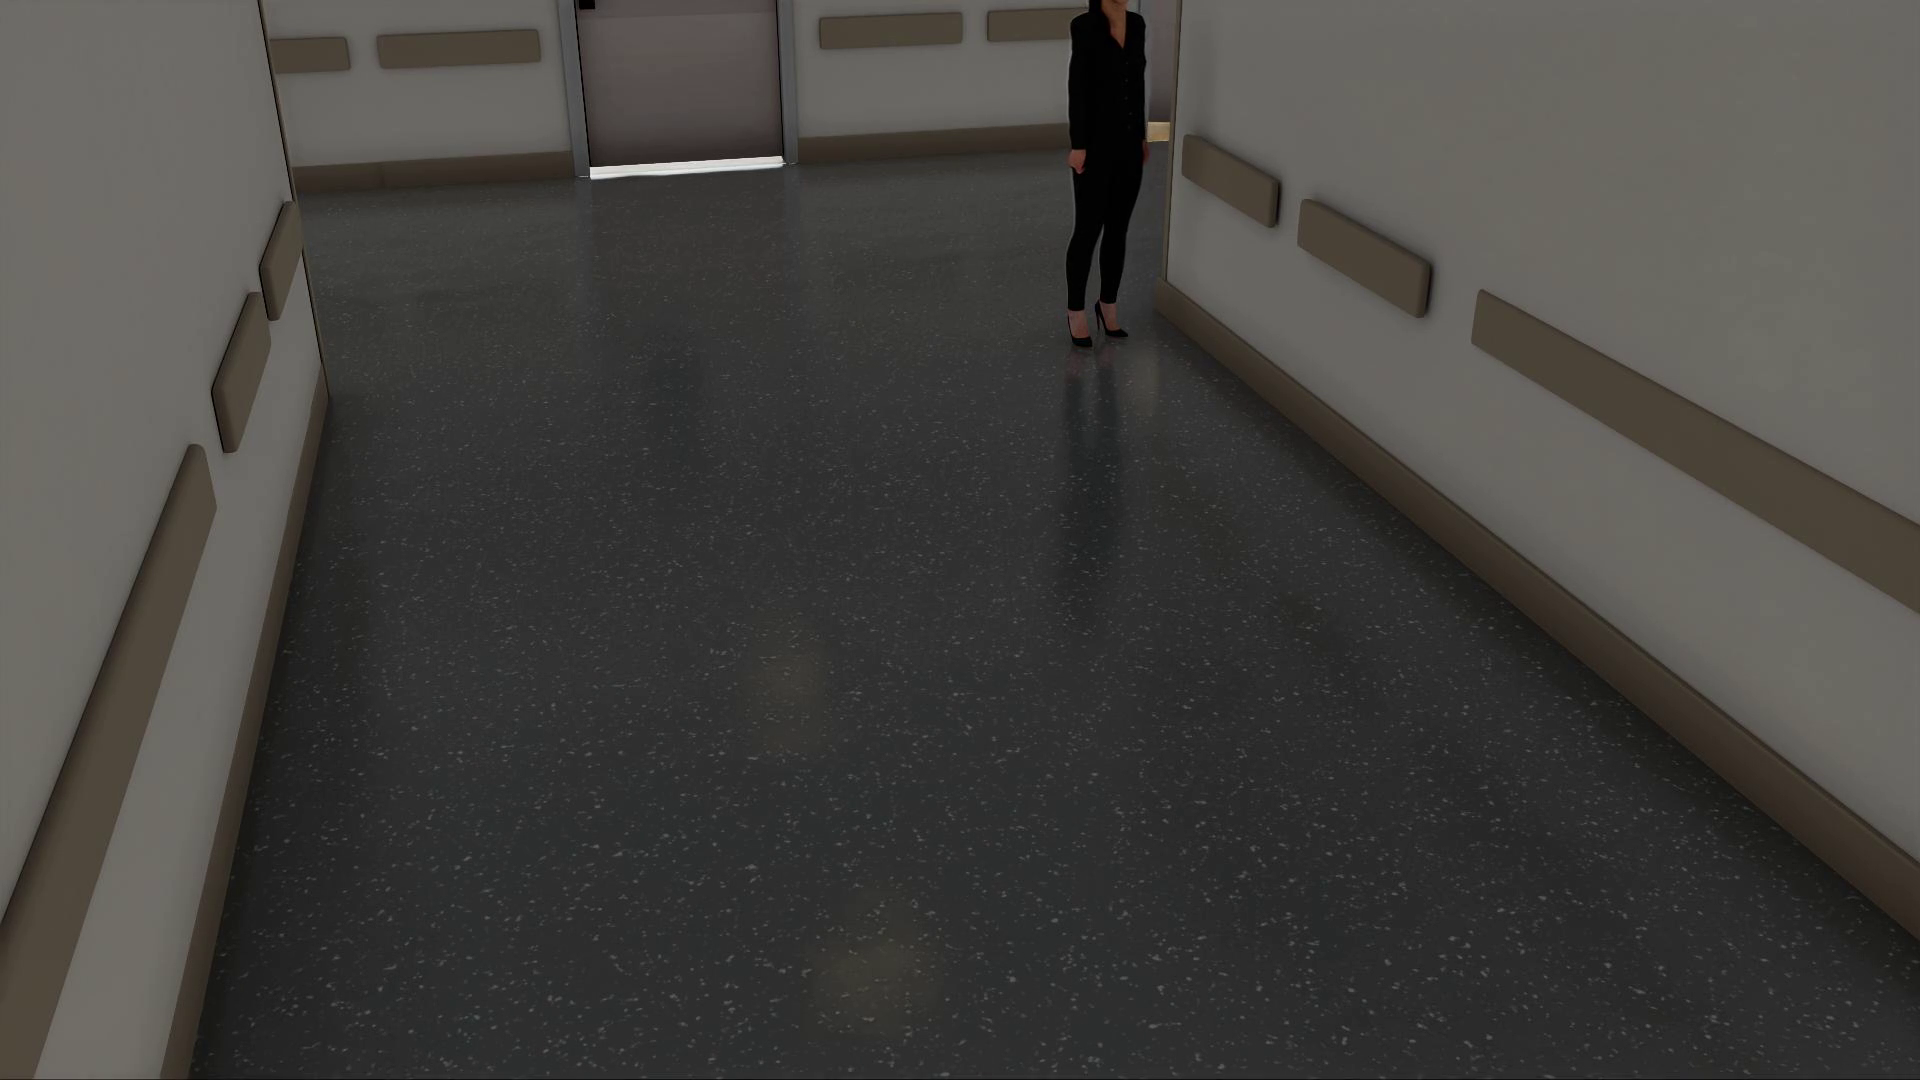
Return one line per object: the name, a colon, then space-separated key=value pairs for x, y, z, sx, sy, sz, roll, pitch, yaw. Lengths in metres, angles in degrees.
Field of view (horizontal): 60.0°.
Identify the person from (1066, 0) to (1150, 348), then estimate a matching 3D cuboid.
person: x=0.644 y=-1.692 z=7.253 sx=0.553 sy=1.711 sz=0.706 roll=-19 pitch=31 yaw=-34
